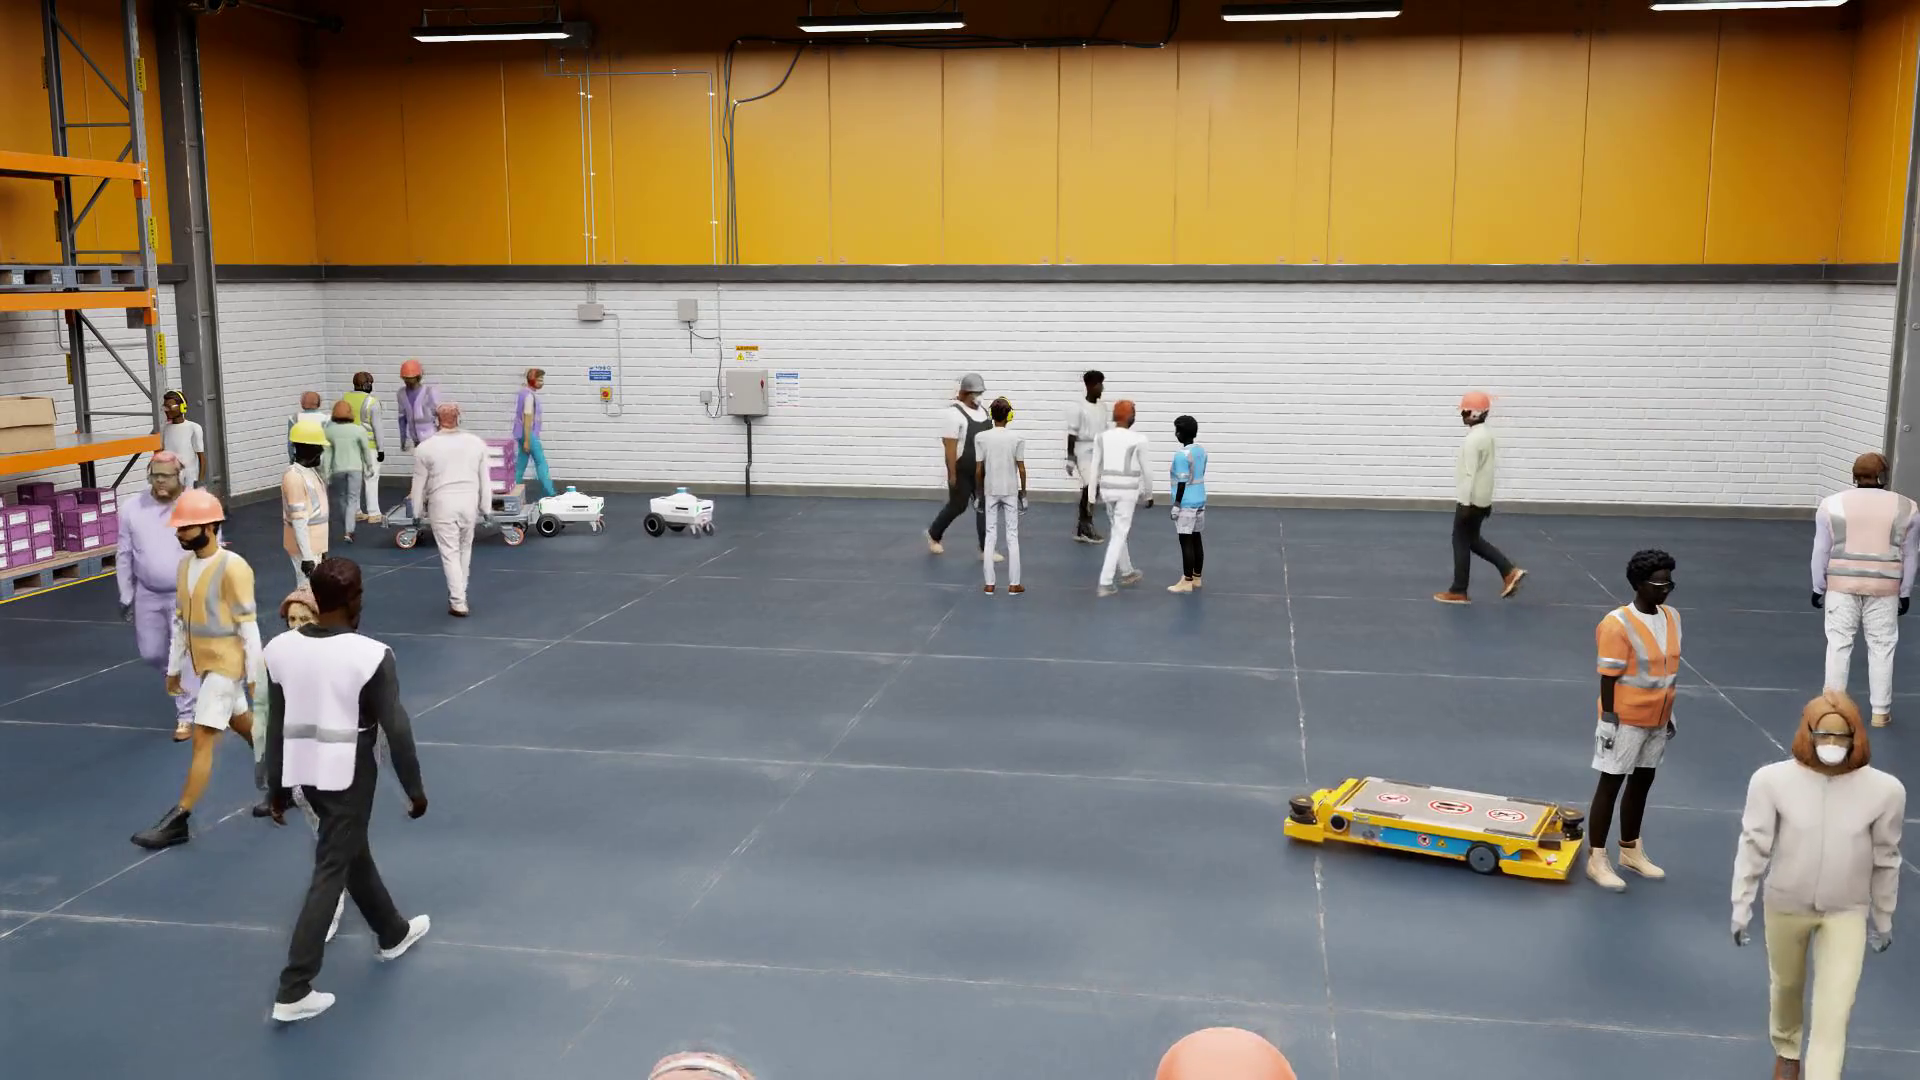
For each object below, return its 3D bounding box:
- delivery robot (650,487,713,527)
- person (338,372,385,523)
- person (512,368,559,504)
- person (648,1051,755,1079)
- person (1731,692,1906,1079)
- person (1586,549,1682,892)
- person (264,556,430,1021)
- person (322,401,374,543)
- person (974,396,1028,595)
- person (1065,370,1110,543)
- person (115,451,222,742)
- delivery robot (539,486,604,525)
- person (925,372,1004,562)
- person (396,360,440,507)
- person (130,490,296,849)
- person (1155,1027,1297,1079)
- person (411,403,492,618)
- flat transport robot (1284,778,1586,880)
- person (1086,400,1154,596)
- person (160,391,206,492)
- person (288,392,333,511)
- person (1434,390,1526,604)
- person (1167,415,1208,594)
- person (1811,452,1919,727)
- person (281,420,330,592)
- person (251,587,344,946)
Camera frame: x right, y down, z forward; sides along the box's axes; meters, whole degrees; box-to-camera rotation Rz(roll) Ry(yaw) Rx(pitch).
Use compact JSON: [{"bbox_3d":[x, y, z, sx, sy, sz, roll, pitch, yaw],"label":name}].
[{"bbox_3d":[-3.198,-0.361,19.116,0.707,0.478,0.477,5,10,26],"label":"delivery robot"},{"bbox_3d":[-7.214,-1.121,20.174,0.622,1.837,0.428,4,10,23],"label":"person"},{"bbox_3d":[-5.453,-1.309,21.420,0.905,1.789,0.718,-3,10,-19],"label":"person"},{"bbox_3d":[-0.380,1.701,2.514,0.672,1.869,0.894,0,9,2],"label":"person"},{"bbox_3d":[3.003,1.308,5.859,0.521,1.583,0.872,4,10,25],"label":"person"},{"bbox_3d":[3.341,0.874,8.205,0.540,1.696,0.317,-5,11,-29],"label":"person"},{"bbox_3d":[-2.575,0.993,6.971,0.609,1.863,1.030,3,10,21],"label":"person"},{"bbox_3d":[-6.909,-0.774,18.744,0.504,1.594,0.804,-1,9,-5],"label":"person"},{"bbox_3d":[0.385,-0.415,15.665,0.520,1.874,0.327,1,9,9],"label":"person"},{"bbox_3d":[1.519,-0.924,18.576,0.614,1.945,0.643,8,12,40],"label":"person"},{"bbox_3d":[-5.183,0.336,10.970,0.649,1.884,0.712,-1,9,-8],"label":"person"},{"bbox_3d":[-4.485,-0.377,19.214,0.707,0.478,0.477,-1,9,-4],"label":"delivery robot"},{"bbox_3d":[0.035,-0.804,17.557,0.905,2.000,0.689,8,12,41],"label":"person"},{"bbox_3d":[-6.891,-1.364,21.404,0.633,1.943,1.228,3,10,20],"label":"person"},{"bbox_3d":[-4.036,0.658,8.995,0.560,1.886,1.018,7,11,37],"label":"person"},{"bbox_3d":[0.387,1.645,2.707,0.627,1.941,1.073,-1,9,-5],"label":"person"},{"bbox_3d":[-4.577,-0.283,14.815,0.673,1.872,0.878,-7,12,-38],"label":"person"},{"bbox_3d":[2.507,1.491,8.791,1.431,0.197,0.652,5,10,29],"label":"flat transport robot"},{"bbox_3d":[1.528,-0.412,15.805,0.566,1.828,0.962,7,11,36],"label":"person"},{"bbox_3d":[-7.720,-0.546,16.486,0.531,1.871,0.322,2,9,15],"label":"person"},{"bbox_3d":[-7.791,-0.982,20.004,0.516,1.597,0.798,-4,10,-24],"label":"person"},{"bbox_3d":[4.736,-0.375,15.100,0.692,1.975,0.623,6,11,32],"label":"person"},{"bbox_3d":[2.152,-0.337,15.732,0.320,1.693,0.531,6,11,31],"label":"person"},{"bbox_3d":[6.040,0.331,11.144,0.624,1.841,0.430,4,10,25],"label":"person"},{"bbox_3d":[-4.918,0.053,12.596,0.366,1.926,0.587,-2,9,-14],"label":"person"},{"bbox_3d":[-3.001,0.997,7.772,0.535,1.594,0.871,-1,9,-4],"label":"person"}]
